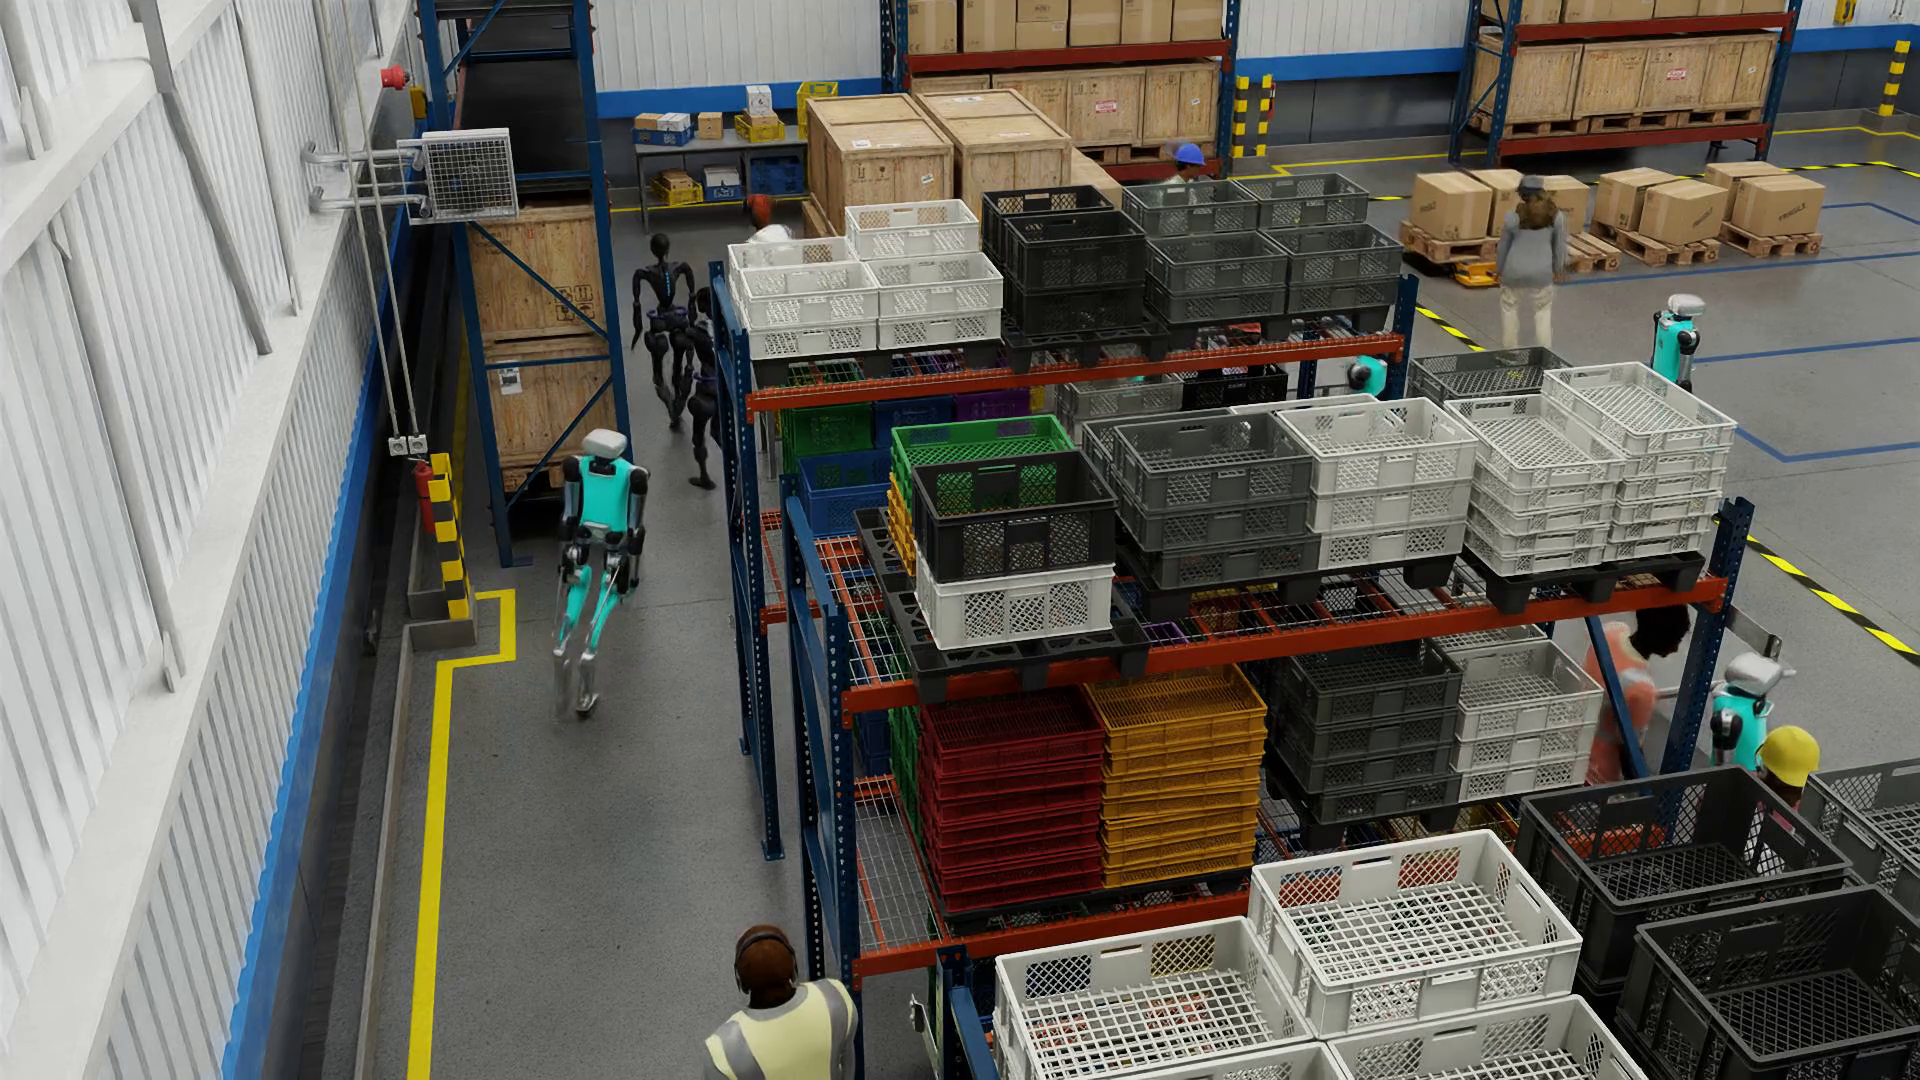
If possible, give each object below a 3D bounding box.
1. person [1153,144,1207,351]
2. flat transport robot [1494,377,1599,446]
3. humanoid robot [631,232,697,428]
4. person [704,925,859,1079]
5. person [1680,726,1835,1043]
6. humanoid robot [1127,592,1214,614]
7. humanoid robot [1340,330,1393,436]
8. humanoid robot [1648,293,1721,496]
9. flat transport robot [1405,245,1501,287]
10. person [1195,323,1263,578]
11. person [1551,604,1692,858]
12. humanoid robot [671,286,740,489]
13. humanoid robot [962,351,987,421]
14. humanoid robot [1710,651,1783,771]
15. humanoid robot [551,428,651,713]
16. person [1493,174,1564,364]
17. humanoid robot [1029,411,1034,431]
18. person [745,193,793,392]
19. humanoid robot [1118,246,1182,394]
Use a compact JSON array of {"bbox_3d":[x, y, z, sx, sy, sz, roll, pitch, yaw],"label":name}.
[{"bbox_3d":[2.032,-2.700,15.422,0.588,1.894,0.708,-23,35,-36],"label":"person"},{"bbox_3d":[4.780,-1.036,14.013,0.659,0.231,1.431,-6,28,-12],"label":"flat transport robot"},{"bbox_3d":[-2.451,-1.761,13.914,0.597,1.661,0.638,-13,30,-23],"label":"humanoid robot"},{"bbox_3d":[-0.670,2.191,6.208,0.618,1.838,0.430,-19,33,-31],"label":"person"},{"bbox_3d":[3.479,1.593,7.347,0.599,1.828,0.404,0,28,0],"label":"person"},{"bbox_3d":[1.351,-0.178,10.942,0.754,1.633,0.590,0,28,-1],"label":"humanoid robot"},{"bbox_3d":[2.664,-0.712,11.873,1.042,1.756,0.552,25,36,38],"label":"humanoid robot"},{"bbox_3d":[5.390,-1.004,12.234,0.735,1.677,0.533,-2,28,-3],"label":"humanoid robot"},{"bbox_3d":[5.401,-3.042,17.789,0.652,0.197,1.431,-6,28,-12],"label":"flat transport robot"},{"bbox_3d":[1.871,-0.695,11.490,0.439,2.030,0.621,13,30,23],"label":"person"},{"bbox_3d":[3.191,1.056,8.264,0.570,1.935,0.638,0,28,1],"label":"person"},{"bbox_3d":[-1.912,-1.141,12.713,0.517,1.643,0.599,17,32,29],"label":"humanoid robot"},{"bbox_3d":[-0.056,-0.576,11.420,0.735,1.677,0.533,23,35,36],"label":"humanoid robot"},{"bbox_3d":[3.795,1.393,7.833,0.743,1.766,0.531,20,34,33],"label":"humanoid robot"},{"bbox_3d":[-2.208,0.315,9.961,0.610,1.843,0.859,6,28,10],"label":"humanoid robot"},{"bbox_3d":[5.211,-2.453,15.140,0.700,1.728,0.457,2,28,3],"label":"person"},{"bbox_3d":[0.333,-0.093,10.743,0.610,1.625,0.739,25,37,38],"label":"humanoid robot"},{"bbox_3d":[-1.549,-2.031,14.190,0.584,1.863,0.622,16,32,27],"label":"person"},{"bbox_3d":[1.448,-1.479,13.161,0.736,1.690,0.536,-11,30,-19],"label":"humanoid robot"}]
